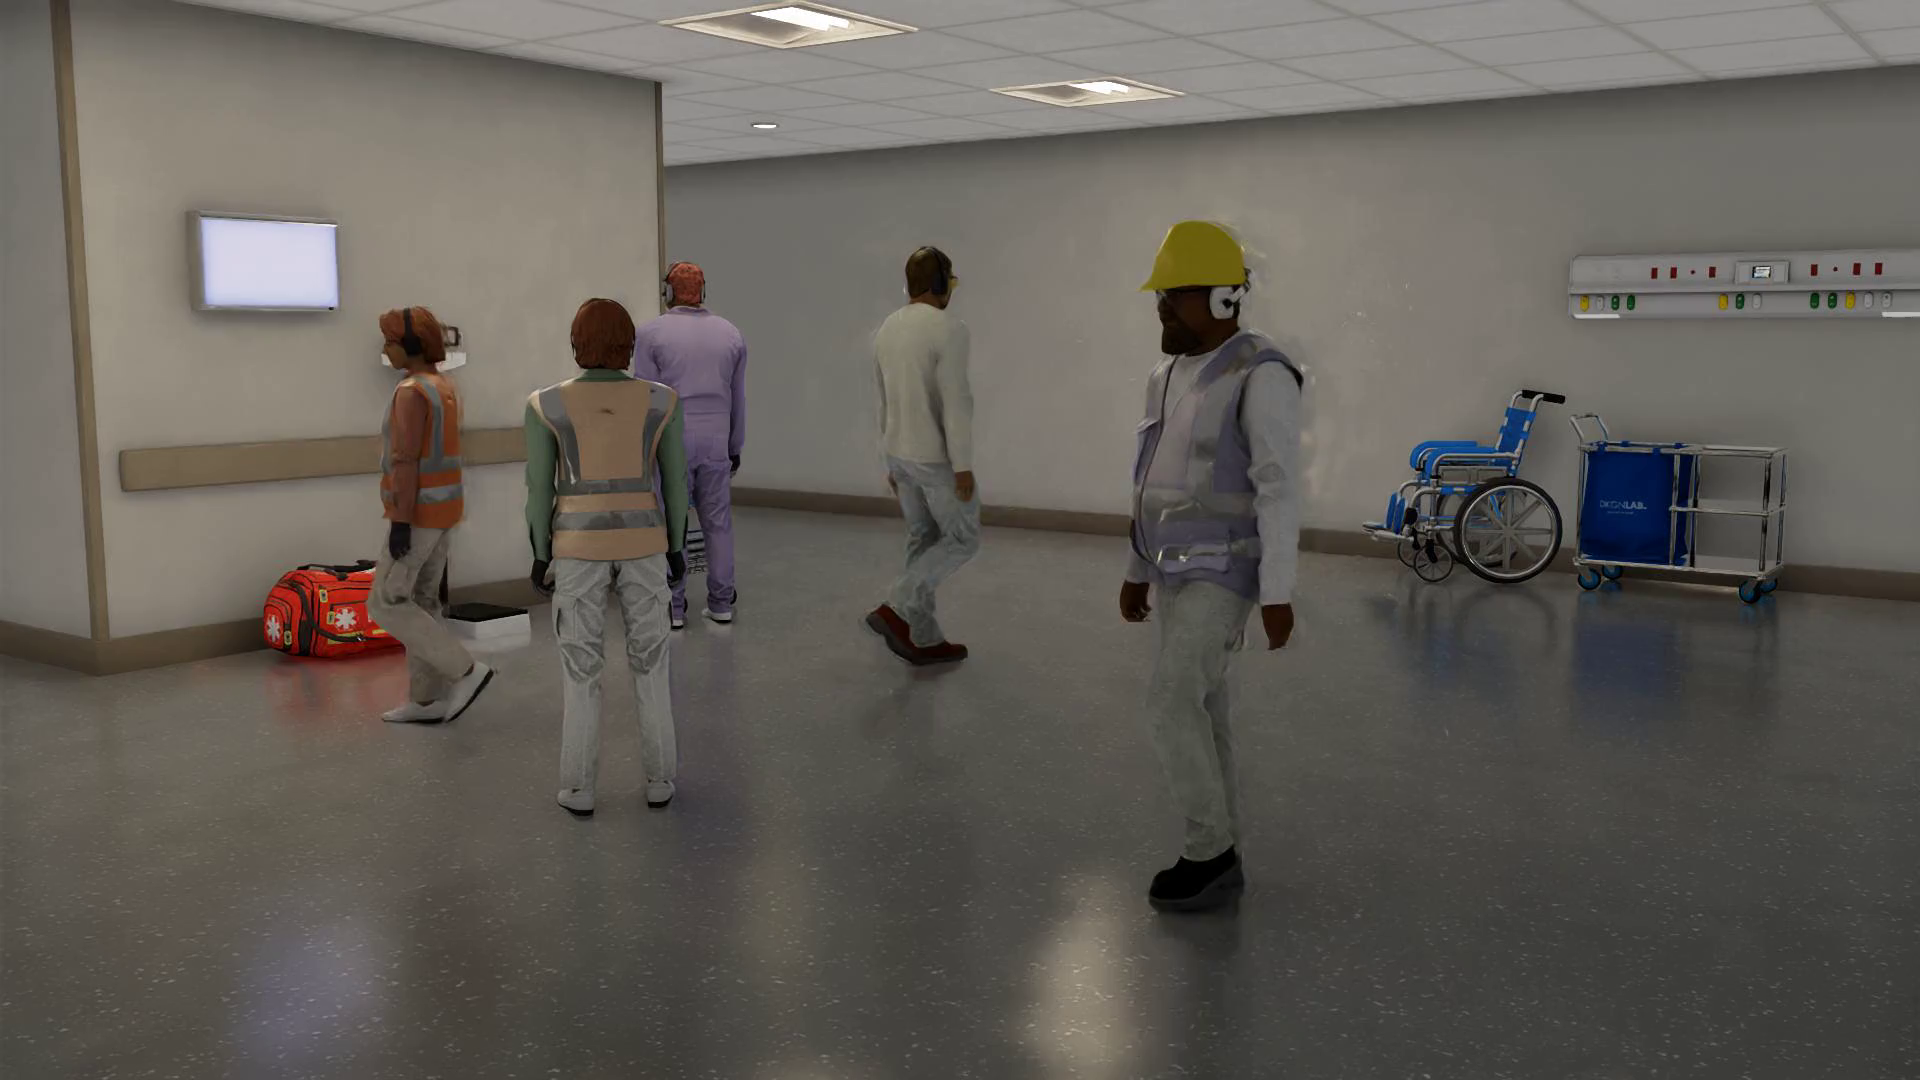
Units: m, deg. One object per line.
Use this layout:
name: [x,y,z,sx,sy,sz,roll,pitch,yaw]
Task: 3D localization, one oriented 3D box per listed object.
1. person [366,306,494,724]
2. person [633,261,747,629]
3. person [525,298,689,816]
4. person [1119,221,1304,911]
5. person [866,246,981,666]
person: [-2.051,-0.074,6.354,0.401,1.626,0.536,0,7,-3]
person: [-1.424,-0.490,8.673,0.650,1.903,0.399,-6,9,-38]
person: [-1.115,0.057,5.291,0.515,1.641,0.309,-3,8,-19]
person: [0.599,0.079,4.397,0.515,1.811,0.610,-3,8,-20]
person: [-0.181,-0.359,7.504,0.525,1.922,0.642,-5,9,-36]
